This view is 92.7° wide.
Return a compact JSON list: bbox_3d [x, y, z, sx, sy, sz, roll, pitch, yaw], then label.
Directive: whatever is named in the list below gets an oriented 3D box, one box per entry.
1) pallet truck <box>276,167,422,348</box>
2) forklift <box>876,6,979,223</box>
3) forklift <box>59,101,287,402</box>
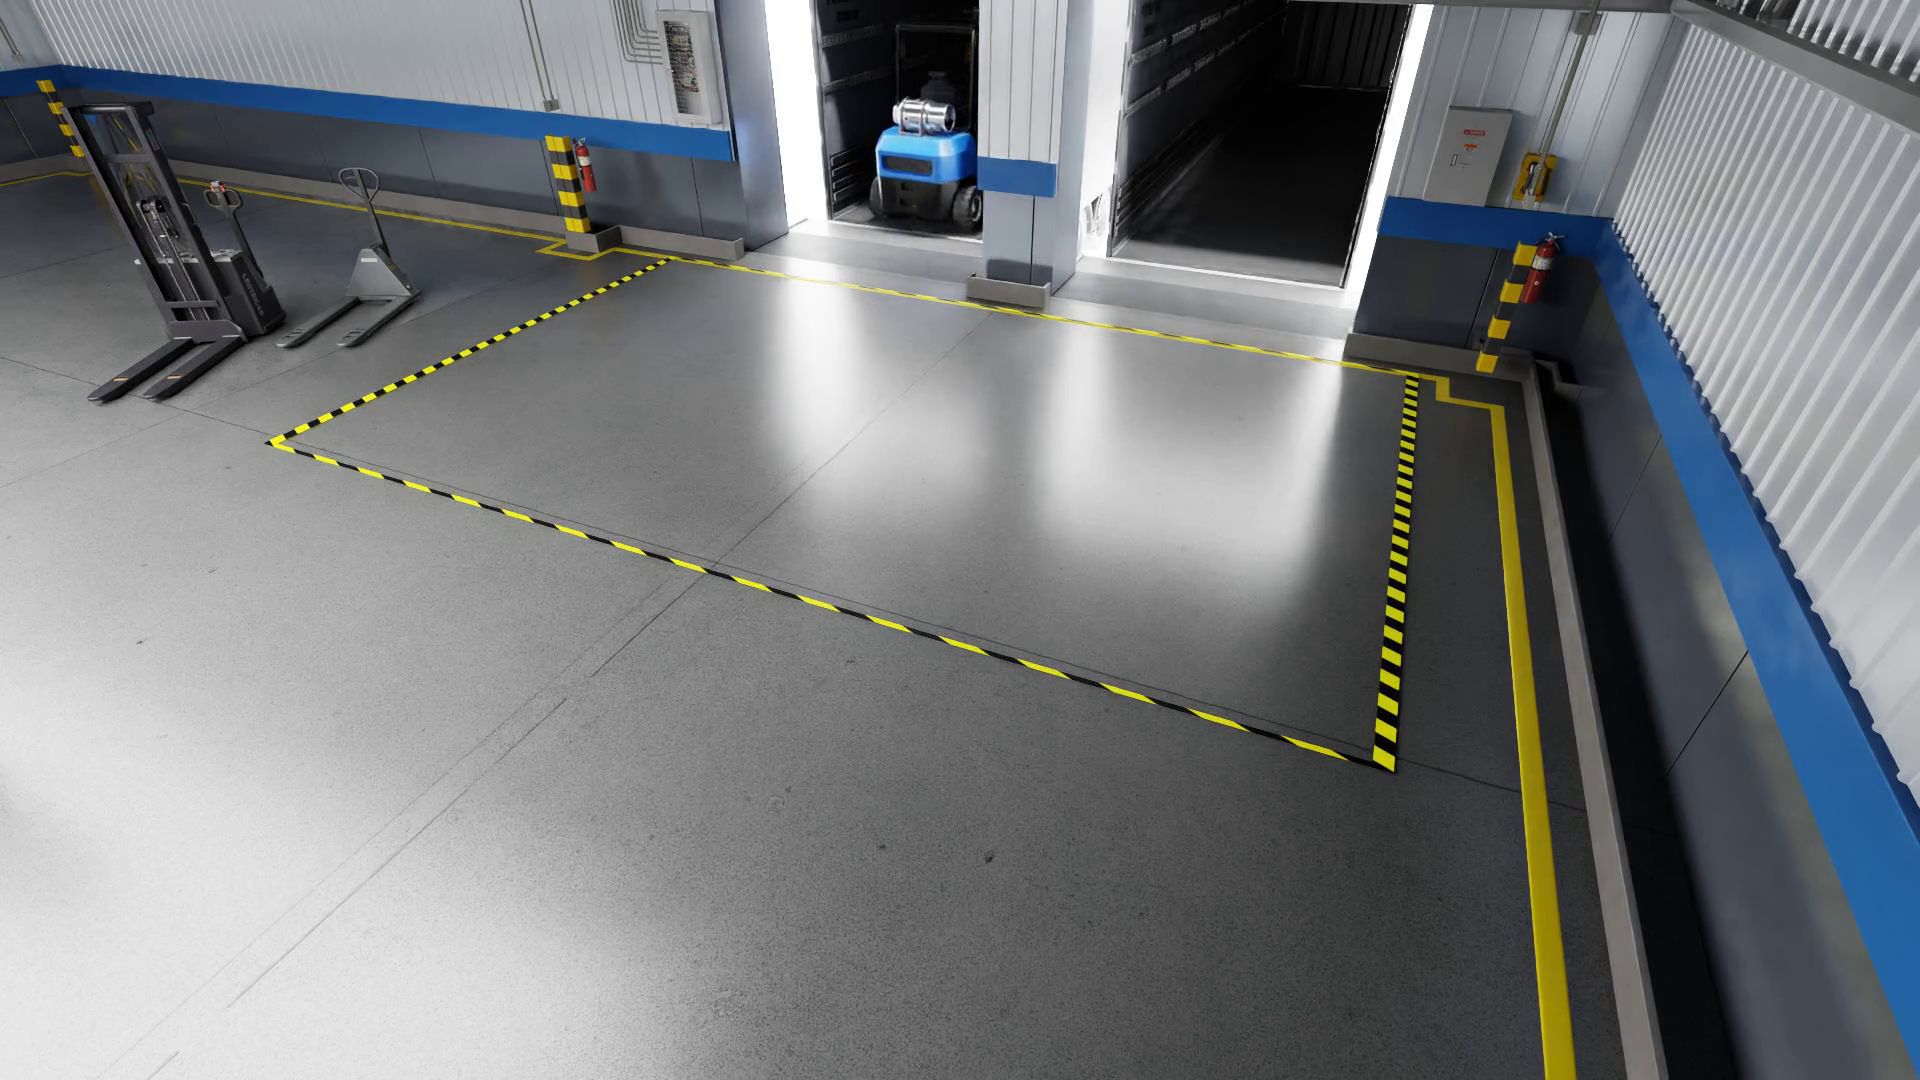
[{"bbox_3d":[-5.732,-2.611,8.414,0.680,1.201,1.601,-1,35,-1],"label":"pallet truck"},{"bbox_3d":[-0.015,-5.294,11.274,1.157,2.036,2.680,16,38,21],"label":"forklift"},{"bbox_3d":[-6.686,-2.387,7.434,0.823,1.965,1.885,-3,35,-5],"label":"forklift"}]
